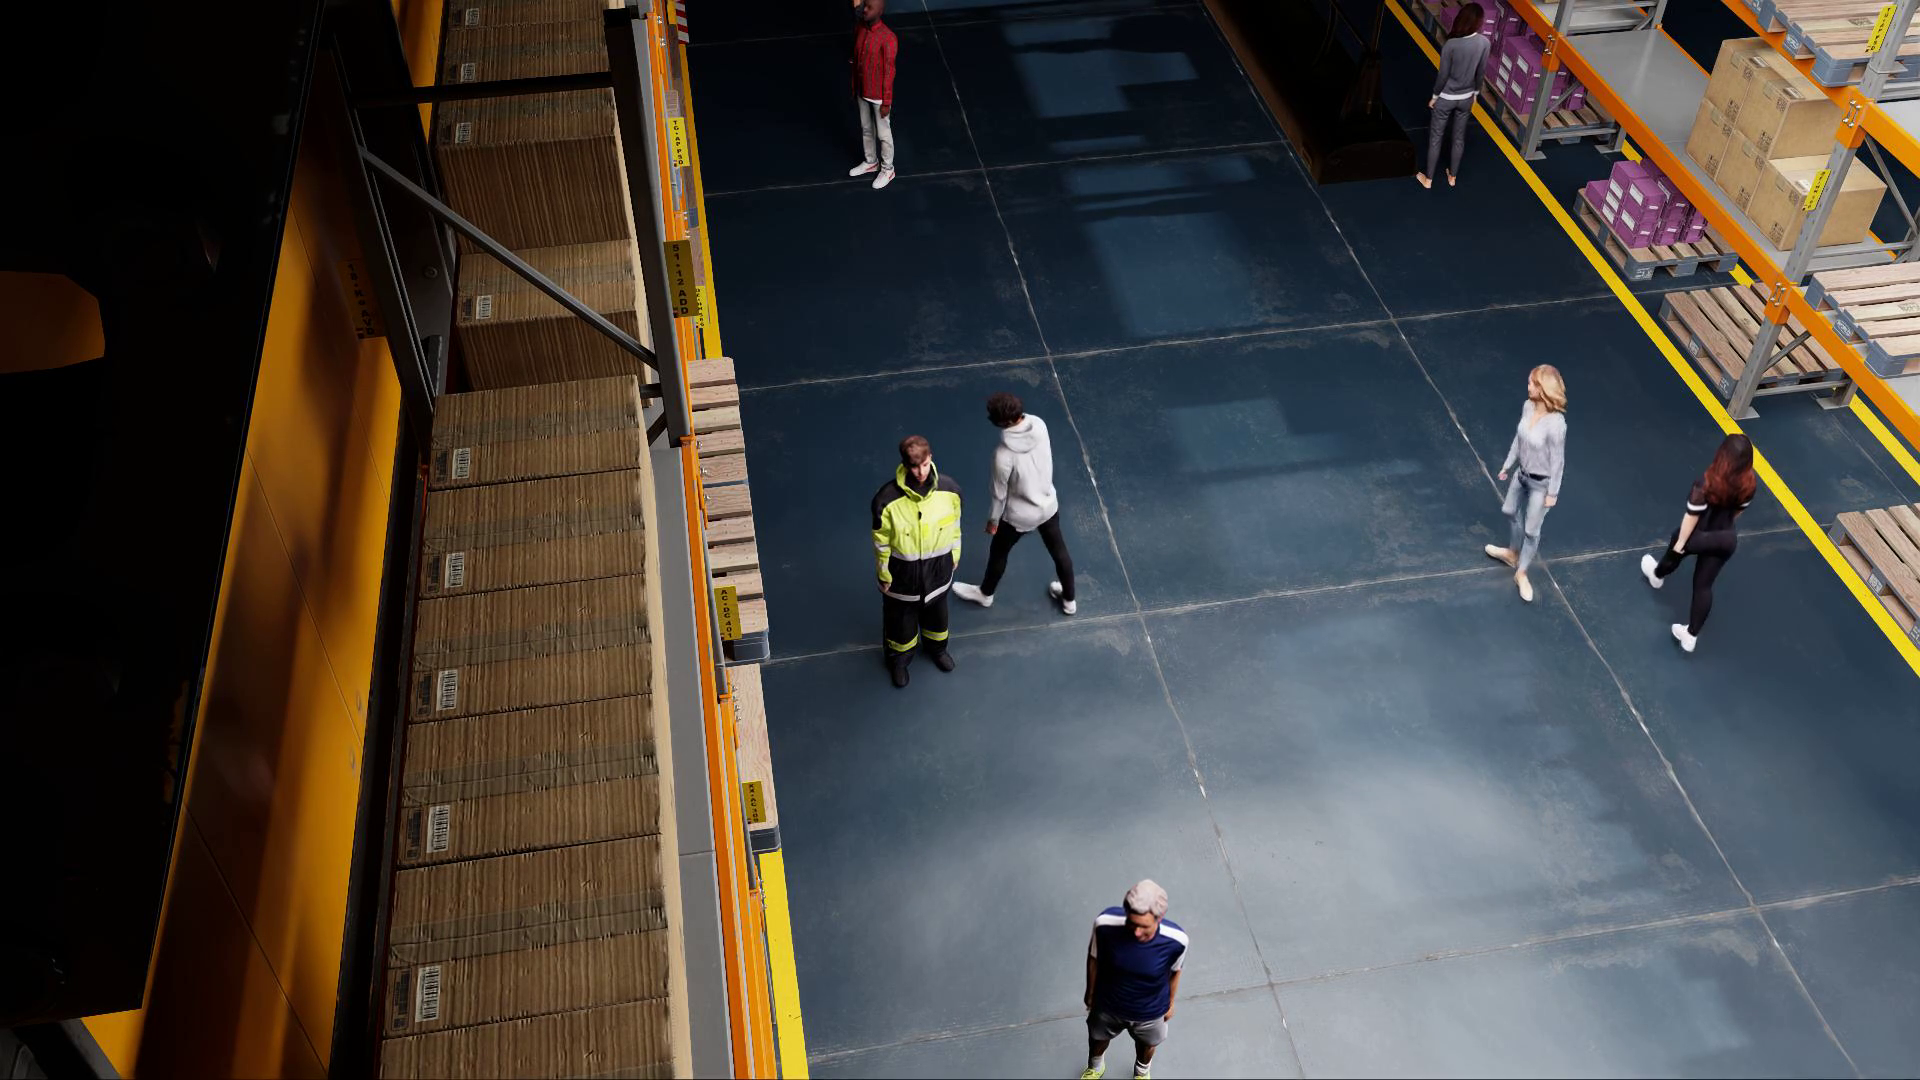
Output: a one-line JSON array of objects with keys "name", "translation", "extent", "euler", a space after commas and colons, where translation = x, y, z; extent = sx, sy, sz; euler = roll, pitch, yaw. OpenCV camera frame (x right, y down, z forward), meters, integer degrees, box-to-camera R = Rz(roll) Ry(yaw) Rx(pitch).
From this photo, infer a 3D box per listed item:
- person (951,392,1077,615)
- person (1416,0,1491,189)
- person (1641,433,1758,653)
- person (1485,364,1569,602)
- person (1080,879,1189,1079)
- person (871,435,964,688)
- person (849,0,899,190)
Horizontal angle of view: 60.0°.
[{"name": "person", "translation": [0.507, -0.193, 11.065], "extent": [1.092, 1.867, 1.176], "euler": [-32, 52, -29]}, {"name": "person", "translation": [4.519, -4.053, 15.189], "extent": [0.610, 1.768, 0.498], "euler": [-6, 44, -7]}, {"name": "person", "translation": [4.972, 0.042, 11.018], "extent": [0.693, 1.591, 1.120], "euler": [-2, 44, -2]}, {"name": "person", "translation": [3.955, -0.365, 11.319], "extent": [0.814, 1.766, 0.485], "euler": [-21, 47, -21]}, {"name": "person", "translation": [0.870, 2.308, 8.461], "extent": [0.707, 1.839, 0.681], "euler": [7, 44, 7]}, {"name": "person", "translation": [-0.269, 0.111, 10.662], "extent": [0.820, 1.983, 0.726], "euler": [-16, 46, -16]}, {"name": "person", "translation": [-0.786, -4.144, 15.247], "extent": [0.722, 1.819, 0.818], "euler": [34, 53, 31]}]
